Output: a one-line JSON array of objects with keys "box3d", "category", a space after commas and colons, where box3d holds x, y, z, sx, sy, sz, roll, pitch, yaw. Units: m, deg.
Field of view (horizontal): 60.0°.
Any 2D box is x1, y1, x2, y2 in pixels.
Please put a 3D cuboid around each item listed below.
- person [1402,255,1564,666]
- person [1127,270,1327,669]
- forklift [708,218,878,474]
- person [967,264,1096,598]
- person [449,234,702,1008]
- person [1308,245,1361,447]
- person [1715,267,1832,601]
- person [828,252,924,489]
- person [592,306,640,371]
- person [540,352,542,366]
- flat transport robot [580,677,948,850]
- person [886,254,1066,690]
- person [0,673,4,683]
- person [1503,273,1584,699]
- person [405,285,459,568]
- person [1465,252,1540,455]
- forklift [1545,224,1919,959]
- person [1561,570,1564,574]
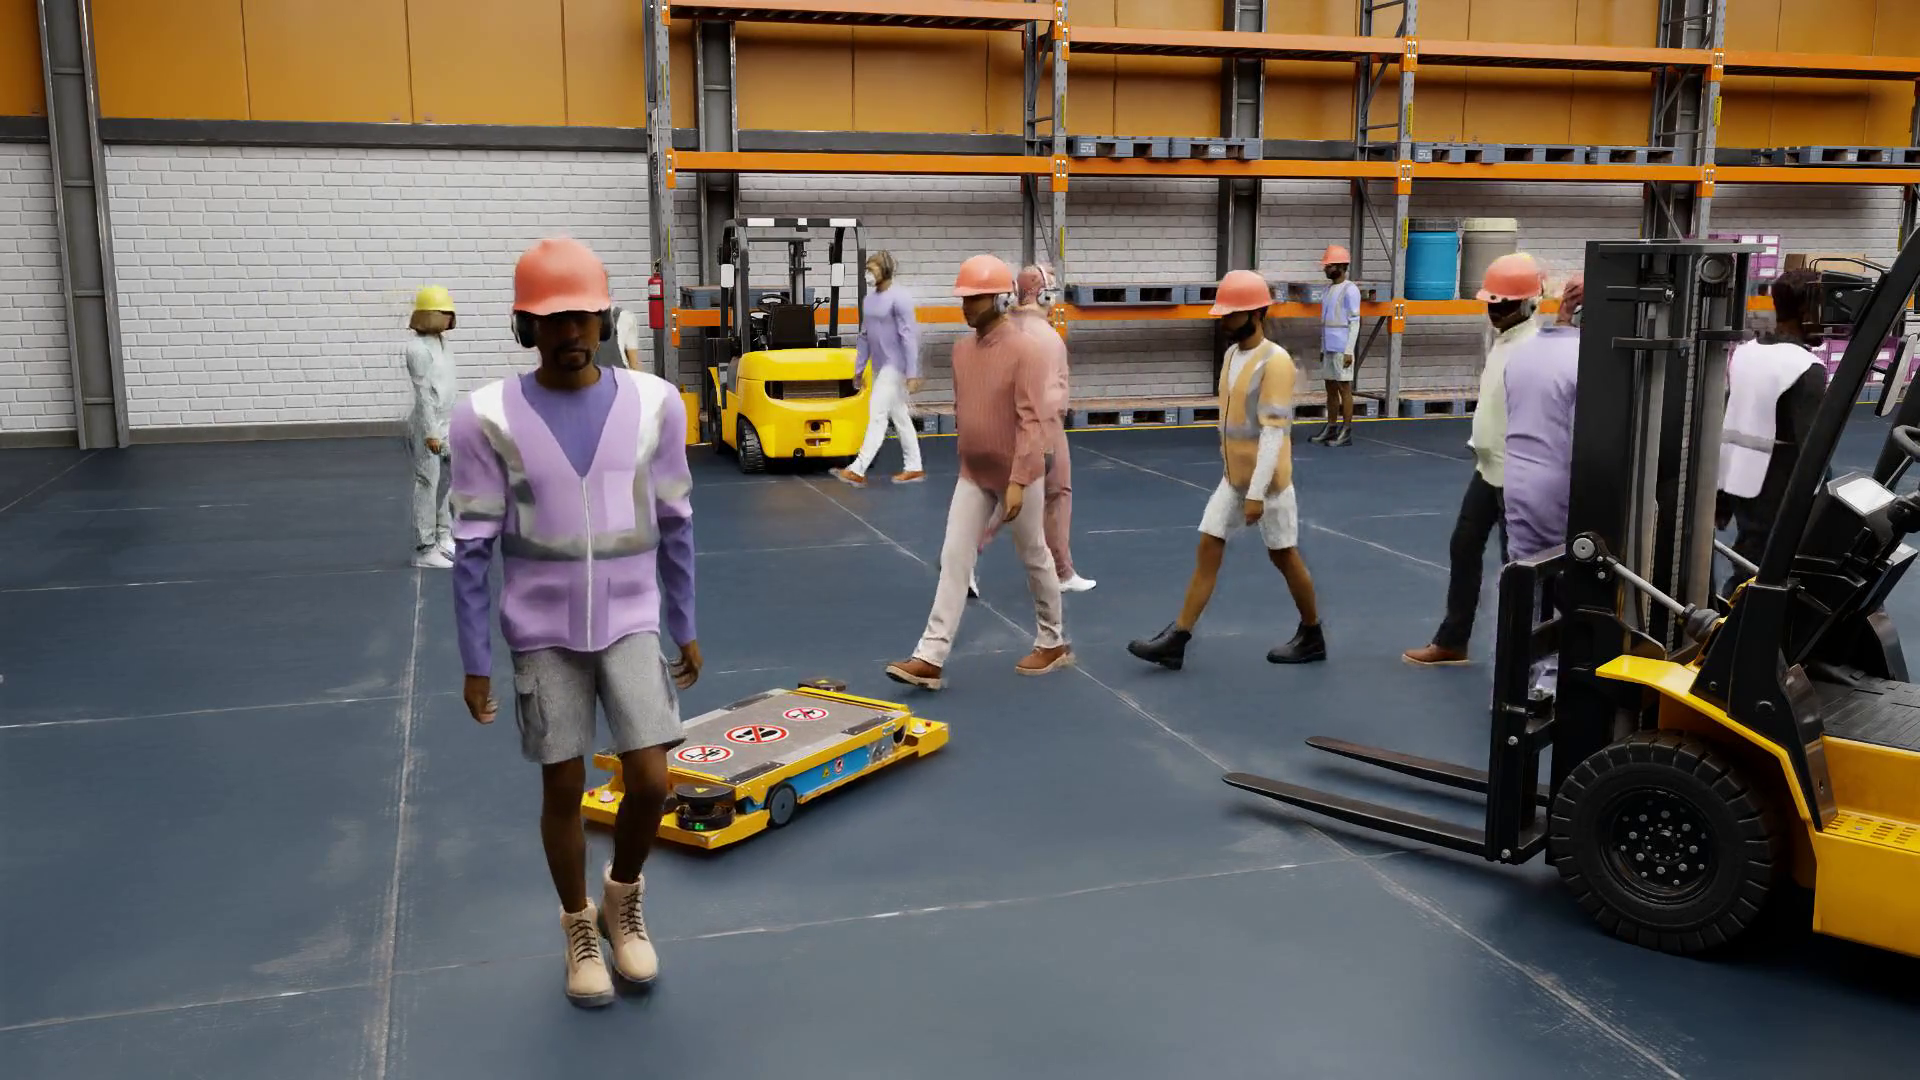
[{"box3d": [2.591, -0.327, 7.637, 0.874, 1.951, 0.632, 0, 10, 0], "category": "person"}, {"box3d": [1.319, -0.304, 7.710, 1.021, 1.870, 0.551, -4, 11, -21], "category": "person"}, {"box3d": [-1.522, -1.778, 14.899, 1.214, 2.155, 2.313, -3, 11, -17], "category": "forklift"}, {"box3d": [0.347, -0.596, 9.294, 0.883, 1.878, 0.647, -6, 12, -31], "category": "person"}, {"box3d": [-0.977, 0.235, 4.316, 0.646, 2.025, 0.443, -4, 11, -20], "category": "person"}, {"box3d": [3.633, -1.869, 16.099, 0.379, 1.937, 0.547, -3, 11, -17], "category": "person"}, {"box3d": [3.447, -0.171, 6.903, 0.734, 1.885, 0.611, 0, 10, 2], "category": "person"}, {"box3d": [-0.687, -1.362, 13.431, 0.995, 1.890, 0.664, -6, 12, -29], "category": "person"}, {"box3d": [-2.506, -0.990, 11.638, 0.611, 1.808, 0.665, -7, 13, -35], "category": "person"}, {"box3d": [-3.489, -1.523, 14.790, 0.910, 1.726, 0.524, 9, 14, 41], "category": "person"}, {"box3d": [-0.702, 0.784, 6.128, 0.652, 0.197, 1.431, 7, 12, 32], "category": "flat transport robot"}, {"box3d": [0.136, -0.293, 7.456, 0.621, 1.939, 1.023, 10, 14, 44], "category": "person"}, {"box3d": [-4.572, -0.235, 7.473, 0.403, 1.823, 0.595, -7, 13, -35], "category": "person"}, {"box3d": [2.523, -0.170, 6.946, 0.527, 1.874, 0.669, -3, 11, -17], "category": "person"}, {"box3d": [-3.188, -0.677, 10.139, 0.405, 1.732, 0.484, 2, 11, 11], "category": "person"}, {"box3d": [5.017, -1.682, 15.222, 0.947, 1.893, 0.598, -4, 11, -22], "category": "person"}, {"box3d": [2.909, 0.117, 4.508, 2.313, 2.155, 1.214, 9, 14, 40], "category": "forklift"}, {"box3d": [3.559, -0.556, 9.077, 0.580, 1.879, 0.345, 0, 10, -1], "category": "person"}]
